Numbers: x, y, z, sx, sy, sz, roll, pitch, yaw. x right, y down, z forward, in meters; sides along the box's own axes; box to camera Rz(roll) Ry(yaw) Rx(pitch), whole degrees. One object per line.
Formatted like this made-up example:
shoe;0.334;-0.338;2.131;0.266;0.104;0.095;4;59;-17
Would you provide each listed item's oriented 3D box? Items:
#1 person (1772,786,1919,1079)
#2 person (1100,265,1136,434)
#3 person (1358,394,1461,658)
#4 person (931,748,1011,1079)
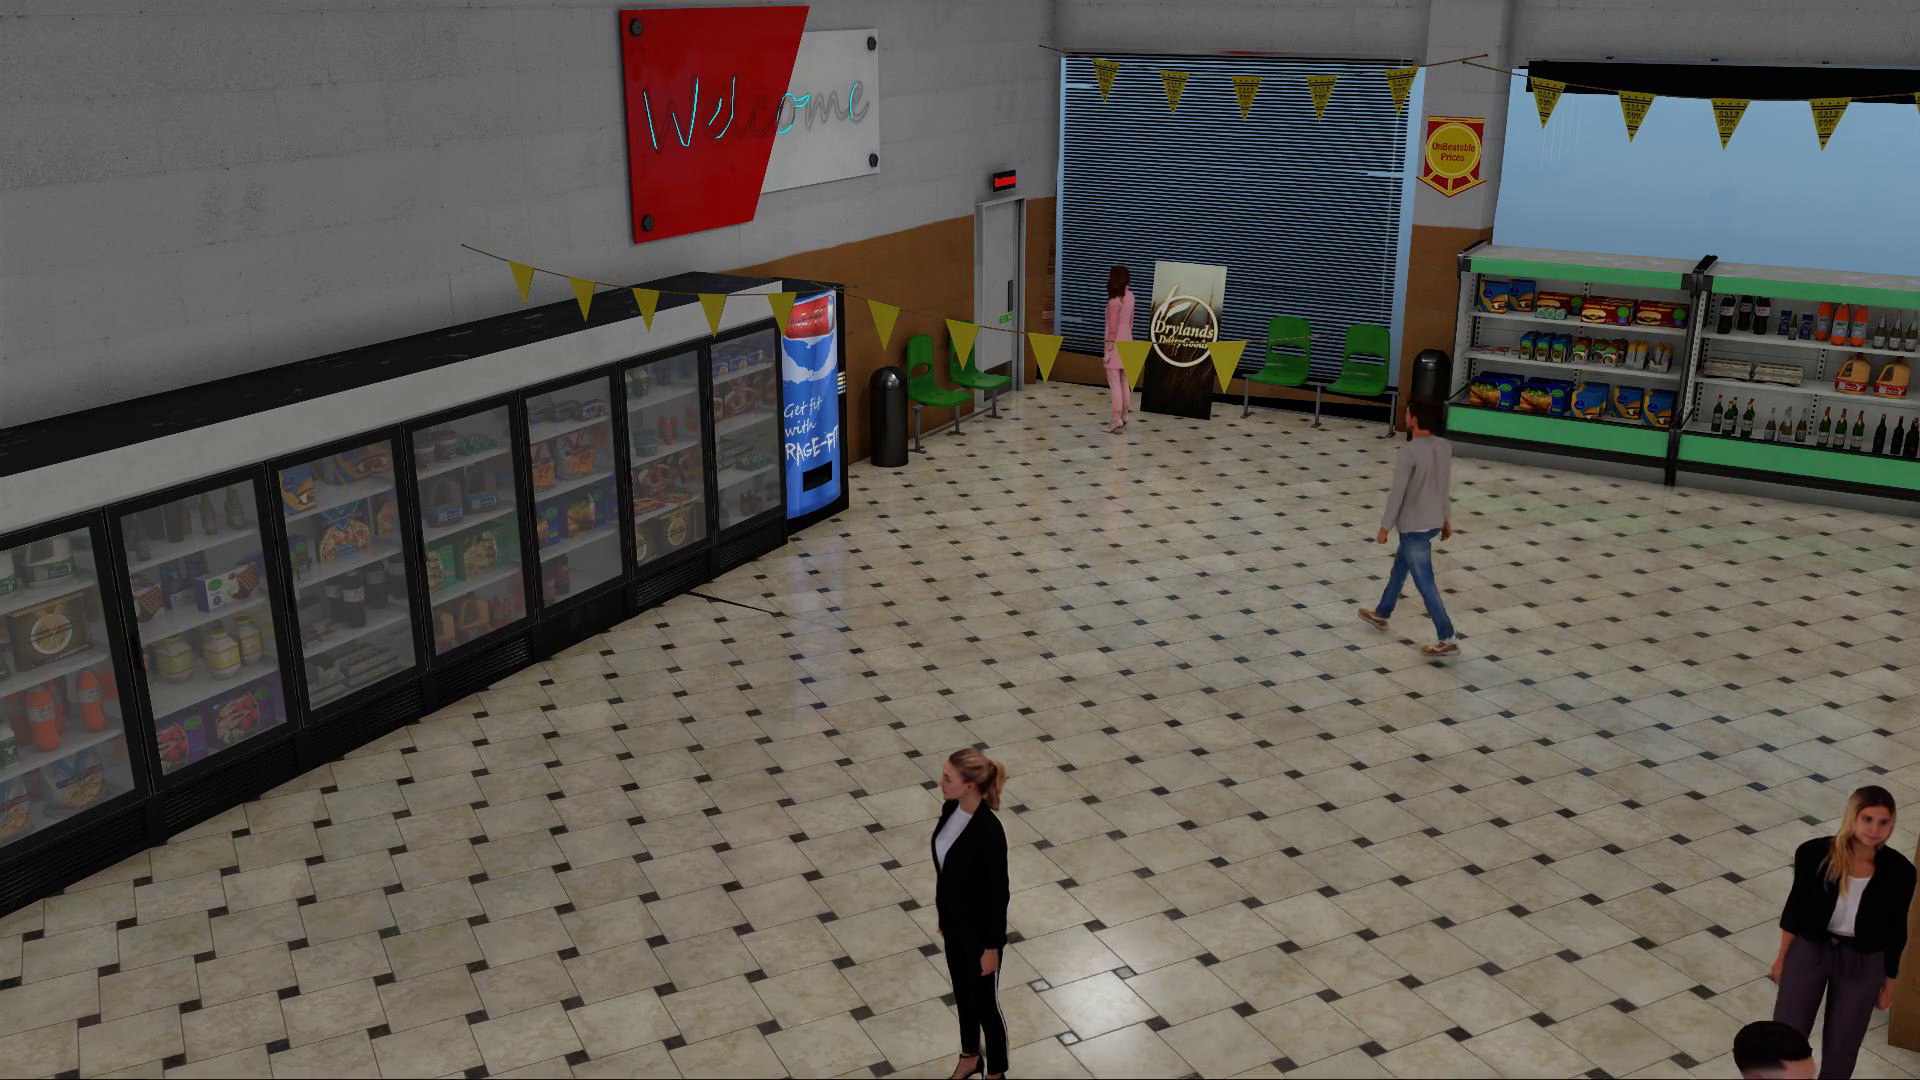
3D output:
person;3.580;1.737;6.829;0.652;1.658;0.684;9;21;24
person;1.706;-2.049;17.831;0.540;1.803;0.635;13;23;34
person;3.338;-0.054;11.842;0.982;1.850;1.320;-14;23;-35
person;0.059;1.650;7.016;0.751;1.704;0.629;-11;22;-29
